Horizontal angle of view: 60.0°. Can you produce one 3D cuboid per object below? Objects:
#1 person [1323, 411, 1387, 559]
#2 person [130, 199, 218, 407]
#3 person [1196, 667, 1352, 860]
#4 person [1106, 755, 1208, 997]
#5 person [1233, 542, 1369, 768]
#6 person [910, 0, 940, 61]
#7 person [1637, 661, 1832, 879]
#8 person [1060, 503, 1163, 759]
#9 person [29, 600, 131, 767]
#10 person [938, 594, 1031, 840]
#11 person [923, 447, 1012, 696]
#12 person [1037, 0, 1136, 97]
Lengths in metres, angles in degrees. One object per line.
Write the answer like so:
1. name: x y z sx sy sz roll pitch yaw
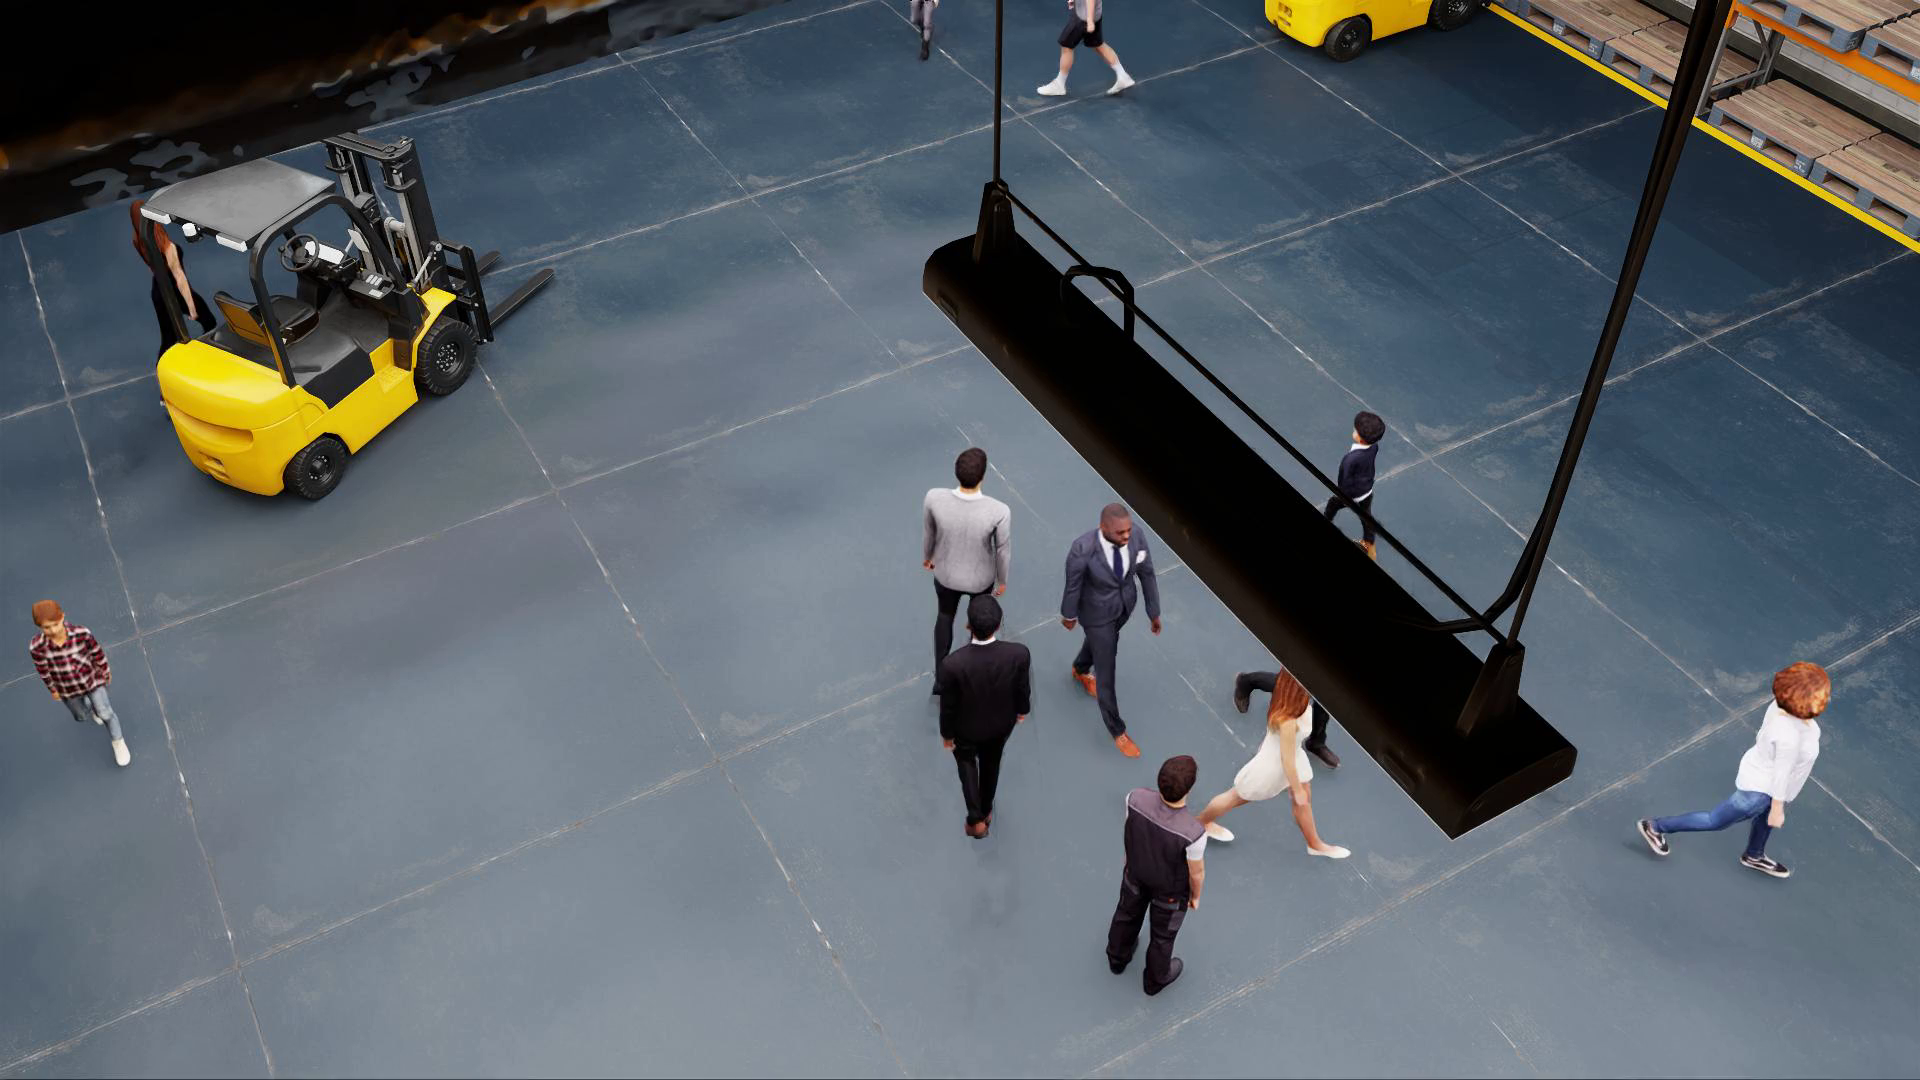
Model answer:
1. person: 2.824 -0.368 11.652 0.553 1.198 0.850 -27 50 -25
2. person: -6.113 -1.800 12.799 1.128 1.689 1.105 15 46 15
3. person: 1.728 1.275 9.594 1.187 1.659 1.059 14 45 15
4. person: 1.052 1.798 8.910 0.651 1.845 0.787 28 50 26
5. person: 2.114 0.632 10.194 0.695 1.763 1.080 -21 47 -20
6. person: -0.356 -5.628 17.124 0.732 1.267 0.801 9 44 9
7. person: 4.490 1.333 9.514 1.207 1.686 1.008 21 47 20
8. person: 0.872 0.390 10.432 0.712 1.784 1.135 -23 48 -23
9. person: -5.482 0.826 10.328 0.567 1.296 0.782 -18 46 -18
10. person: 0.153 1.111 9.620 0.846 1.861 0.895 -8 44 -8
11. person: 0.002 0.238 10.507 1.124 1.901 1.217 8 44 8
12. person: 1.351 -5.152 16.207 1.212 1.842 1.205 8 44 8
